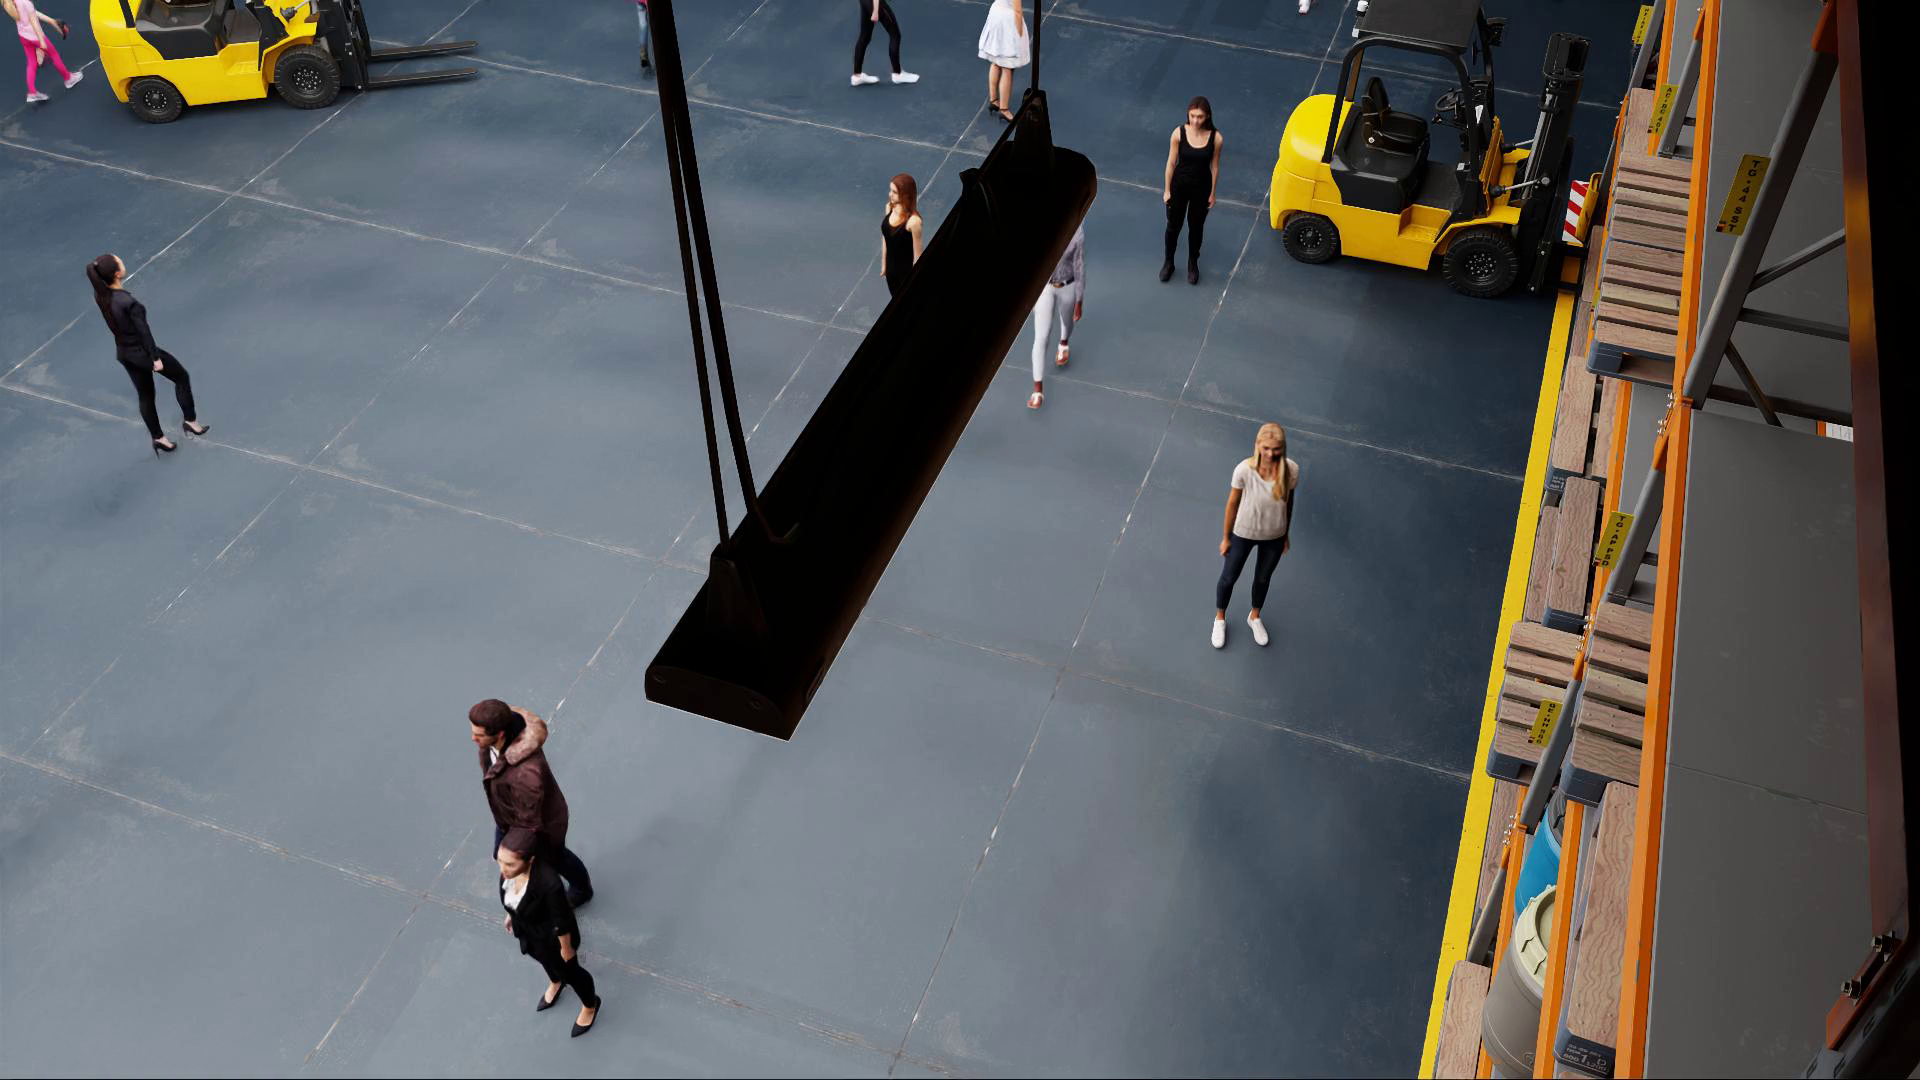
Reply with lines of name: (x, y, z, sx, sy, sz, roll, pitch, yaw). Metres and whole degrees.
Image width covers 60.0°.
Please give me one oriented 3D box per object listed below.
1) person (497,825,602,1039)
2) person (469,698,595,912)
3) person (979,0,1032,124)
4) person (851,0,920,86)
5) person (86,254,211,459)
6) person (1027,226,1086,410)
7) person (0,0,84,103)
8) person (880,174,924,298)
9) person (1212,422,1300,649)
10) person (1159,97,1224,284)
person: (-2.145, 2.009, 8.678, 0.667, 1.657, 0.657, 31, 52, 28)
person: (-2.288, 1.450, 9.144, 0.887, 1.825, 0.882, -31, 52, -28)
person: (0.437, -4.814, 15.727, 0.914, 1.812, 0.860, -23, 48, -22)
person: (-0.933, -5.231, 16.232, 0.953, 1.720, 0.948, -12, 45, -12)
person: (-6.021, -1.294, 12.118, 0.633, 1.695, 0.683, 18, 47, 18)
person: (0.771, -1.946, 12.813, 0.731, 1.680, 1.199, 8, 44, 9)
person: (-9.082, -4.870, 16.193, 0.491, 1.251, 0.883, 14, 45, 14)
person: (-0.425, -2.085, 12.925, 0.666, 1.726, 0.653, -29, 51, -27)
person: (1.903, -0.035, 10.713, 0.669, 1.809, 0.637, -3, 44, -3)
person: (1.920, -2.911, 13.821, 0.628, 1.687, 0.593, 6, 44, 7)
